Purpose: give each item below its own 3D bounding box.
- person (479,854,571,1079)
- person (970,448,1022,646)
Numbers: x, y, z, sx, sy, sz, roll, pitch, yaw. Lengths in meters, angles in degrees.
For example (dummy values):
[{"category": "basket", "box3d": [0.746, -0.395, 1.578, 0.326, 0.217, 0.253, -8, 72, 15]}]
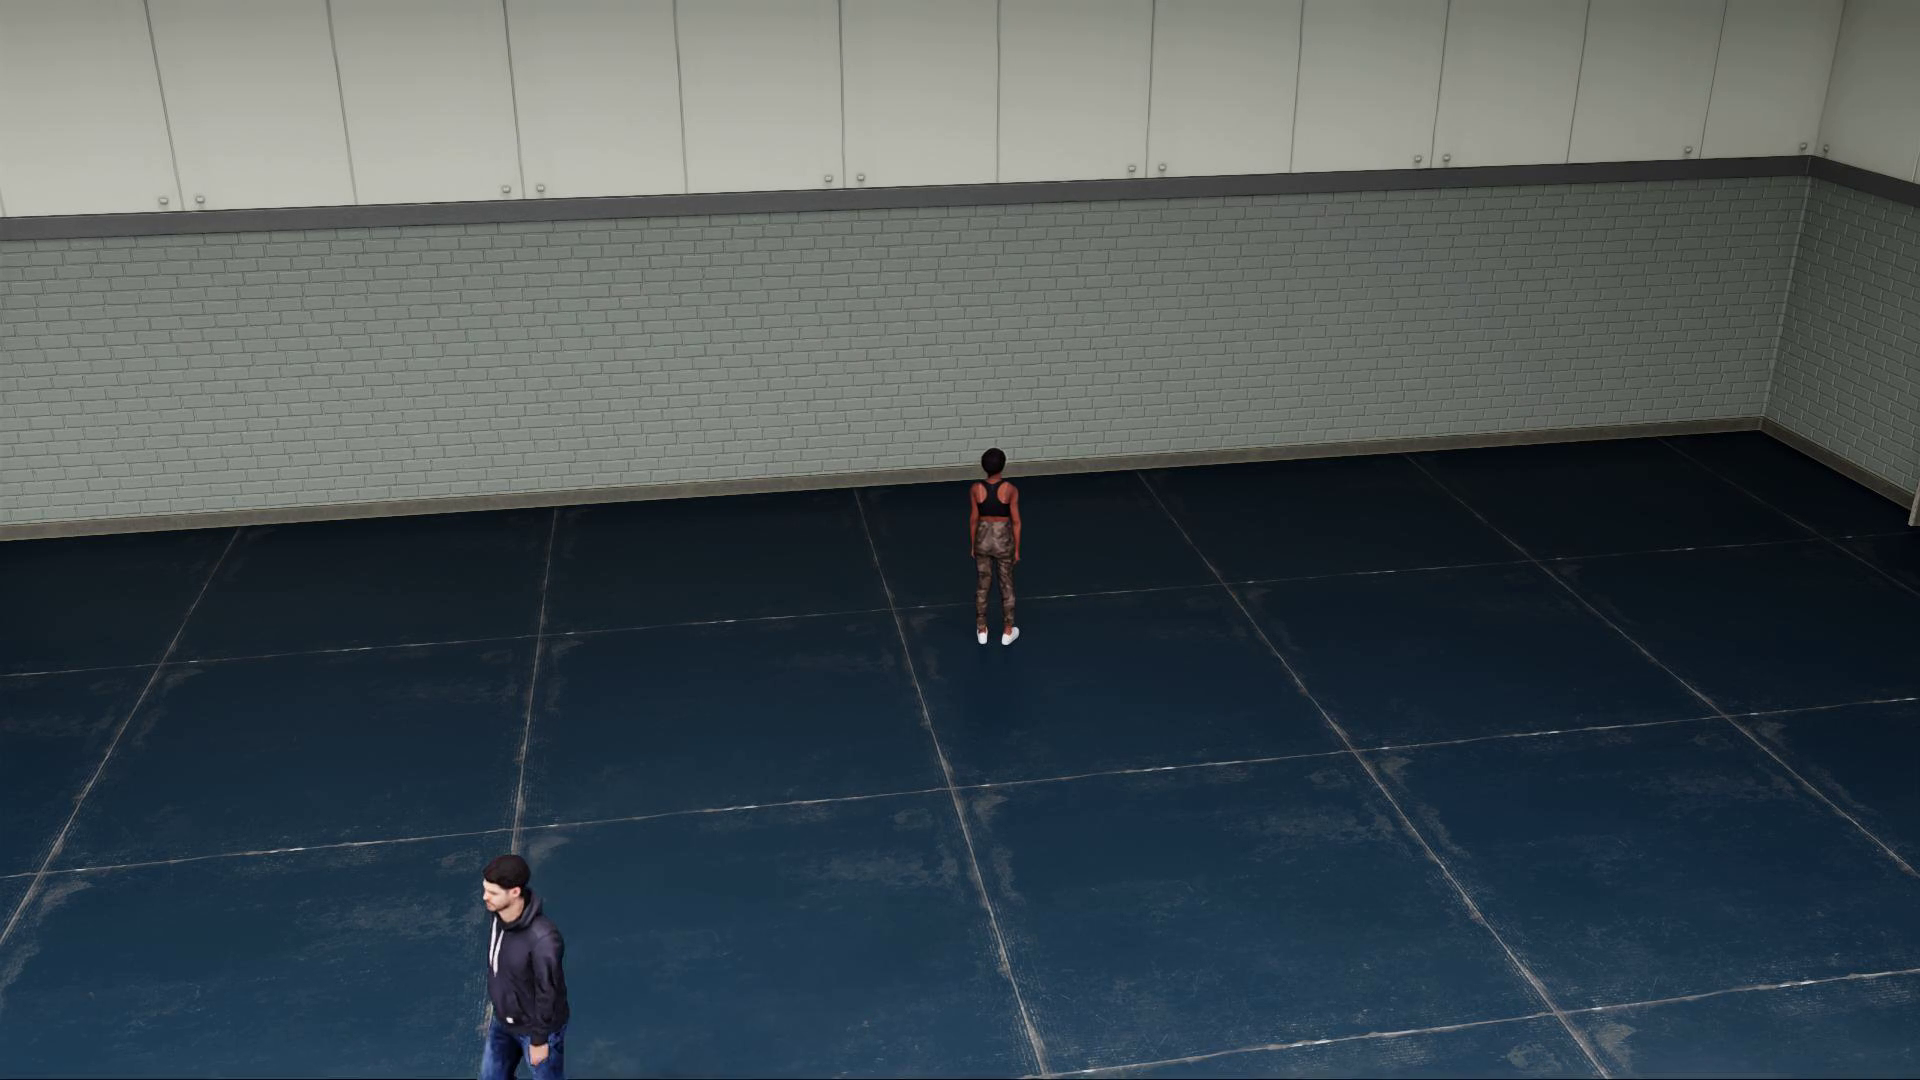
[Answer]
[{"category": "person", "box3d": [-2.013, 2.278, 8.110, 0.863, 1.876, 0.769, -20, 30, -39]}, {"category": "person", "box3d": [0.279, 0.047, 13.582, 0.646, 1.700, 0.644, 4, 23, 10]}]
